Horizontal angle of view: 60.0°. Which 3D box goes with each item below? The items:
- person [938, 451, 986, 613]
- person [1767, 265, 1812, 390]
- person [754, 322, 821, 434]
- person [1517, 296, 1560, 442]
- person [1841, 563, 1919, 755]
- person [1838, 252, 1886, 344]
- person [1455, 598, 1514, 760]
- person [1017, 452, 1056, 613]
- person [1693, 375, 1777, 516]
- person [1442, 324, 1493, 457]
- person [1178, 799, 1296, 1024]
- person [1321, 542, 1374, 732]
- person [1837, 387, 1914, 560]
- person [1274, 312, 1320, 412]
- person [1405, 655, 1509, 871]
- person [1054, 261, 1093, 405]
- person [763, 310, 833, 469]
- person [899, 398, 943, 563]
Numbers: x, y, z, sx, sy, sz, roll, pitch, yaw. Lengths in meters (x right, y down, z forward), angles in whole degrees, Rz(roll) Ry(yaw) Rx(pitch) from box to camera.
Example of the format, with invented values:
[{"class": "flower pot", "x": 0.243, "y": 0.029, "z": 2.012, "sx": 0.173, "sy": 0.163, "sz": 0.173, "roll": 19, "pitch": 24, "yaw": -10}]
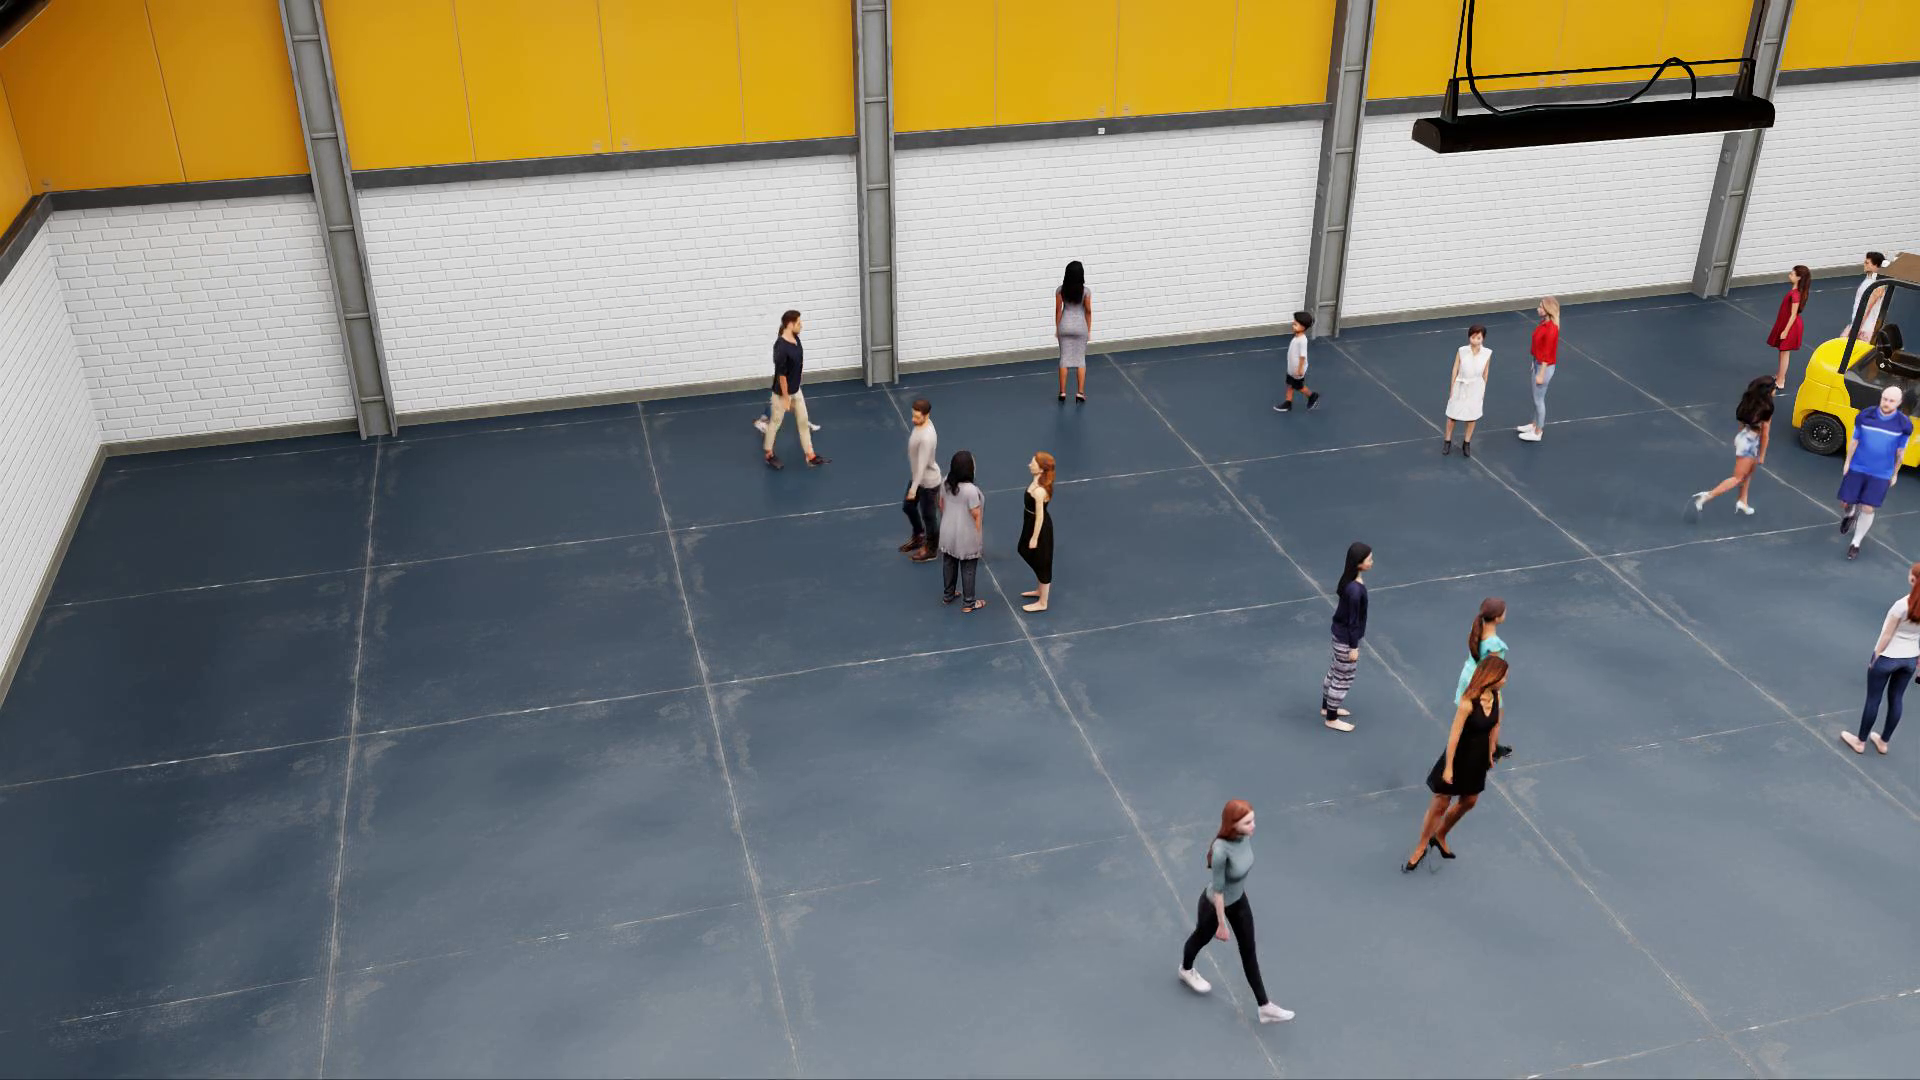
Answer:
[{"class": "person", "x": 0.007, "y": -0.096, "z": 15.633, "sx": 0.761, "sy": 1.610, "sz": 0.810, "roll": 23, "pitch": 36, "yaw": 35}, {"class": "person", "x": 10.126, "y": -2.611, "z": 20.304, "sx": 0.742, "sy": 1.553, "sz": 0.682, "roll": 14, "pitch": 31, "yaw": 23}, {"class": "person", "x": -2.065, "y": -1.877, "z": 19.063, "sx": 1.066, "sy": 1.452, "sz": 0.808, "roll": 1, "pitch": 29, "yaw": 1}, {"class": "person", "x": 6.635, "y": -1.952, "z": 18.939, "sx": 0.635, "sy": 1.703, "sz": 0.670, "roll": 2, "pitch": 29, "yaw": 4}, {"class": "person", "x": 7.632, "y": 0.978, "z": 13.531, "sx": 0.526, "sy": 1.737, "sz": 0.664, "roll": -2, "pitch": 29, "yaw": -4}, {"class": "person", "x": 10.994, "y": -2.582, "z": 20.048, "sx": 1.244, "sy": 1.746, "sz": 1.028, "roll": 6, "pitch": 29, "yaw": 10}, {"class": "person", "x": 4.124, "y": 1.164, "z": 13.397, "sx": 0.833, "sy": 1.539, "sz": 0.589, "roll": -11, "pitch": 30, "yaw": -19}, {"class": "person", "x": 0.749, "y": -0.092, "z": 15.611, "sx": 0.658, "sy": 1.624, "sz": 0.642, "roll": 2, "pitch": 29, "yaw": 4}, {"class": "person", "x": 8.052, "y": -0.927, "z": 17.163, "sx": 1.026, "sy": 1.604, "sz": 0.701, "roll": -2, "pitch": 29, "yaw": -3}, {"class": "person", "x": 5.680, "y": -1.683, "z": 18.600, "sx": 0.591, "sy": 1.555, "sz": 0.697, "roll": 6, "pitch": 29, "yaw": 11}, {"class": "person", "x": 1.674, "y": 2.393, "z": 10.980, "sx": 1.067, "sy": 1.696, "sz": 1.141, "roll": 24, "pitch": 36, "yaw": 36}, {"class": "person", "x": 3.230, "y": 0.782, "z": 13.895, "sx": 0.626, "sy": 1.733, "sz": 0.669, "roll": 2, "pitch": 29, "yaw": 4}, {"class": "person", "x": 9.084, "y": -0.717, "z": 16.544, "sx": 0.937, "sy": 1.829, "sz": 1.013, "roll": 19, "pitch": 34, "yaw": 31}, {"class": "person", "x": 4.045, "y": -2.094, "z": 19.674, "sx": 0.749, "sy": 1.249, "sz": 0.517, "roll": -5, "pitch": 29, "yaw": -9}, {"class": "person", "x": 3.645, "y": 1.656, "z": 12.214, "sx": 0.570, "sy": 1.809, "sz": 0.875, "roll": -8, "pitch": 30, "yaw": -14}, {"class": "person", "x": 1.344, "y": -2.472, "z": 19.812, "sx": 0.592, "sy": 1.781, "sz": 0.722, "roll": 4, "pitch": 29, "yaw": 8}, {"class": "person", "x": -1.983, "y": -1.644, "z": 18.261, "sx": 1.173, "sy": 1.811, "sz": 1.084, "roll": 13, "pitch": 31, "yaw": 23}, {"class": "person", "x": -0.261, "y": -0.581, "z": 16.289, "sx": 0.642, "sy": 1.834, "sz": 0.698, "roll": -7, "pitch": 29, "yaw": -13}]
